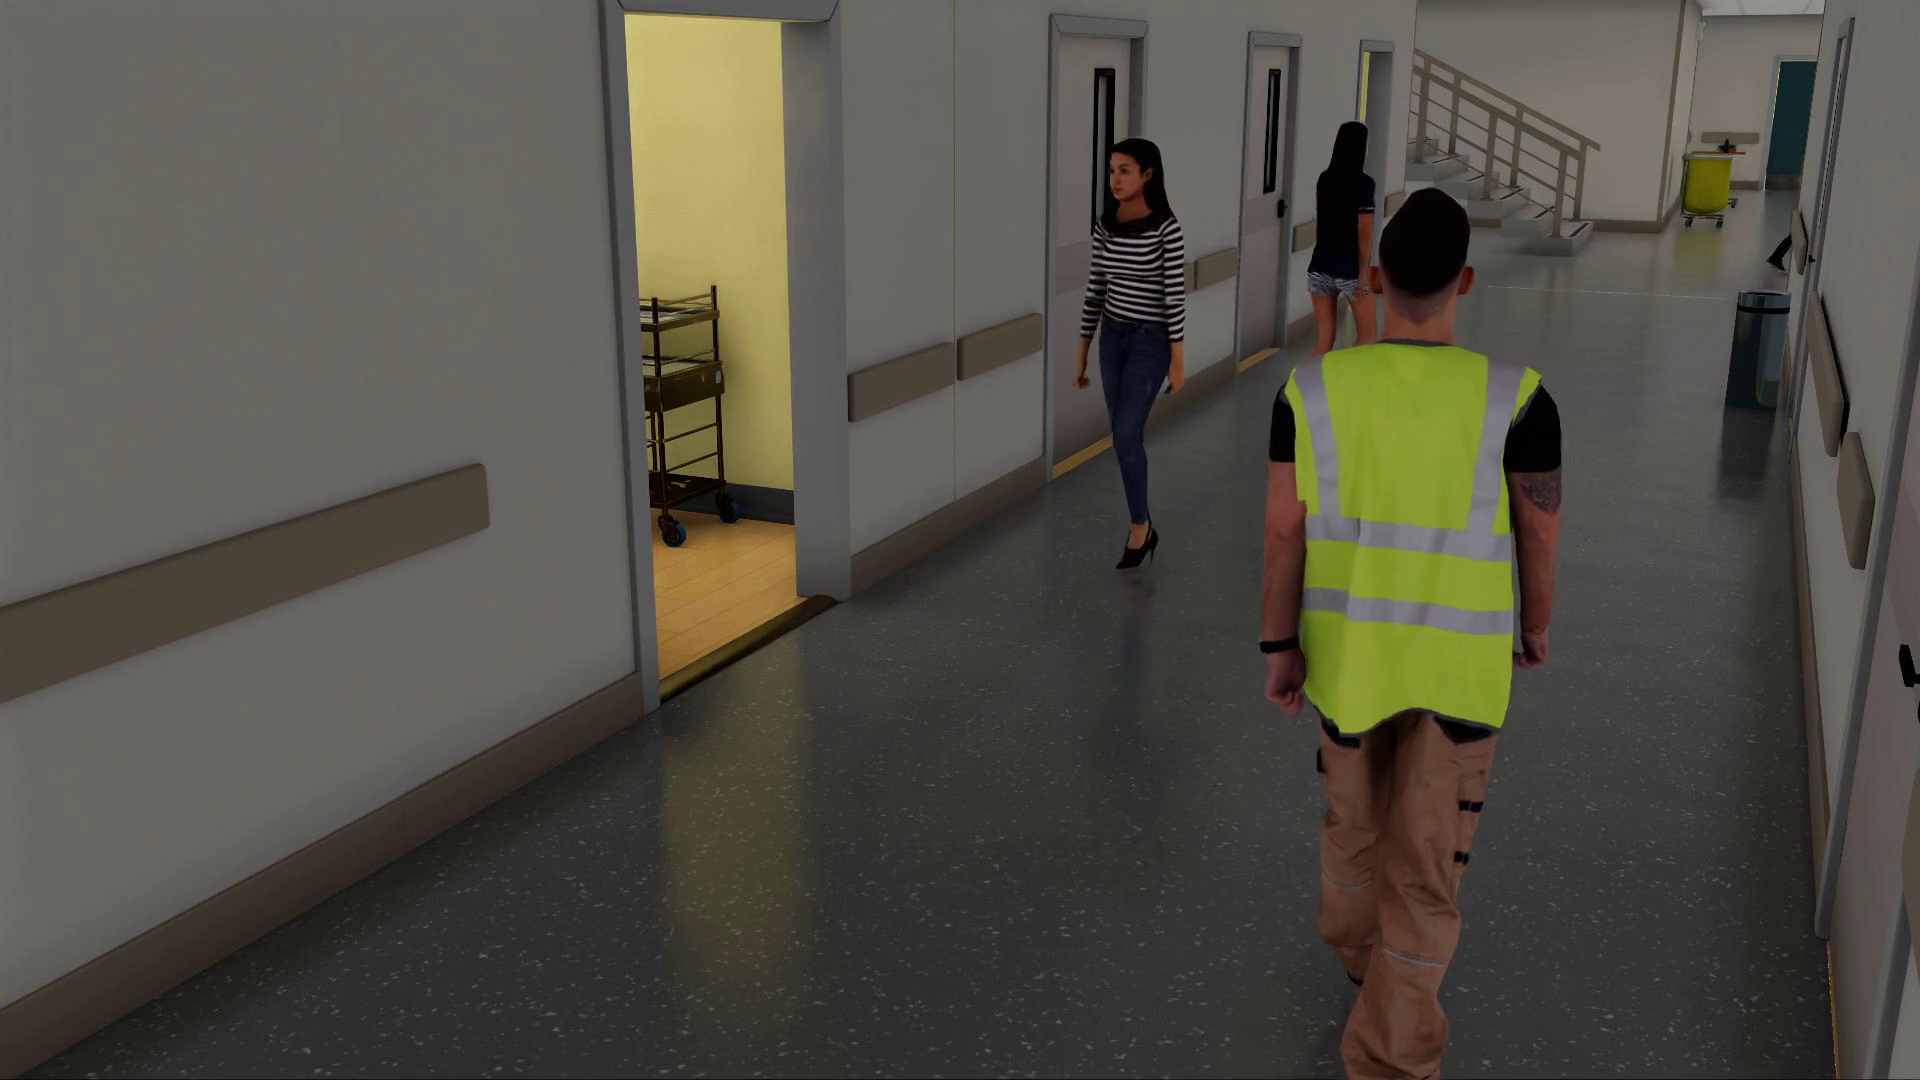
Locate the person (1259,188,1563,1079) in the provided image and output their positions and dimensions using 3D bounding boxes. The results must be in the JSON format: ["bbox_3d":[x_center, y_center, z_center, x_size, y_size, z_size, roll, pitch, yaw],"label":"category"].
[{"bbox_3d":[0.850,0.291,3.183,1.063,1.796,0.734,7,17,24],"label":"person"}]

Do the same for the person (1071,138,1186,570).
[{"bbox_3d":[0.778,-0.738,6.868,0.660,1.777,0.762,15,22,42],"label":"person"}]

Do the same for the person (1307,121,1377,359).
[{"bbox_3d":[2.186,-1.542,9.766,0.648,1.752,0.723,14,21,41],"label":"person"}]
